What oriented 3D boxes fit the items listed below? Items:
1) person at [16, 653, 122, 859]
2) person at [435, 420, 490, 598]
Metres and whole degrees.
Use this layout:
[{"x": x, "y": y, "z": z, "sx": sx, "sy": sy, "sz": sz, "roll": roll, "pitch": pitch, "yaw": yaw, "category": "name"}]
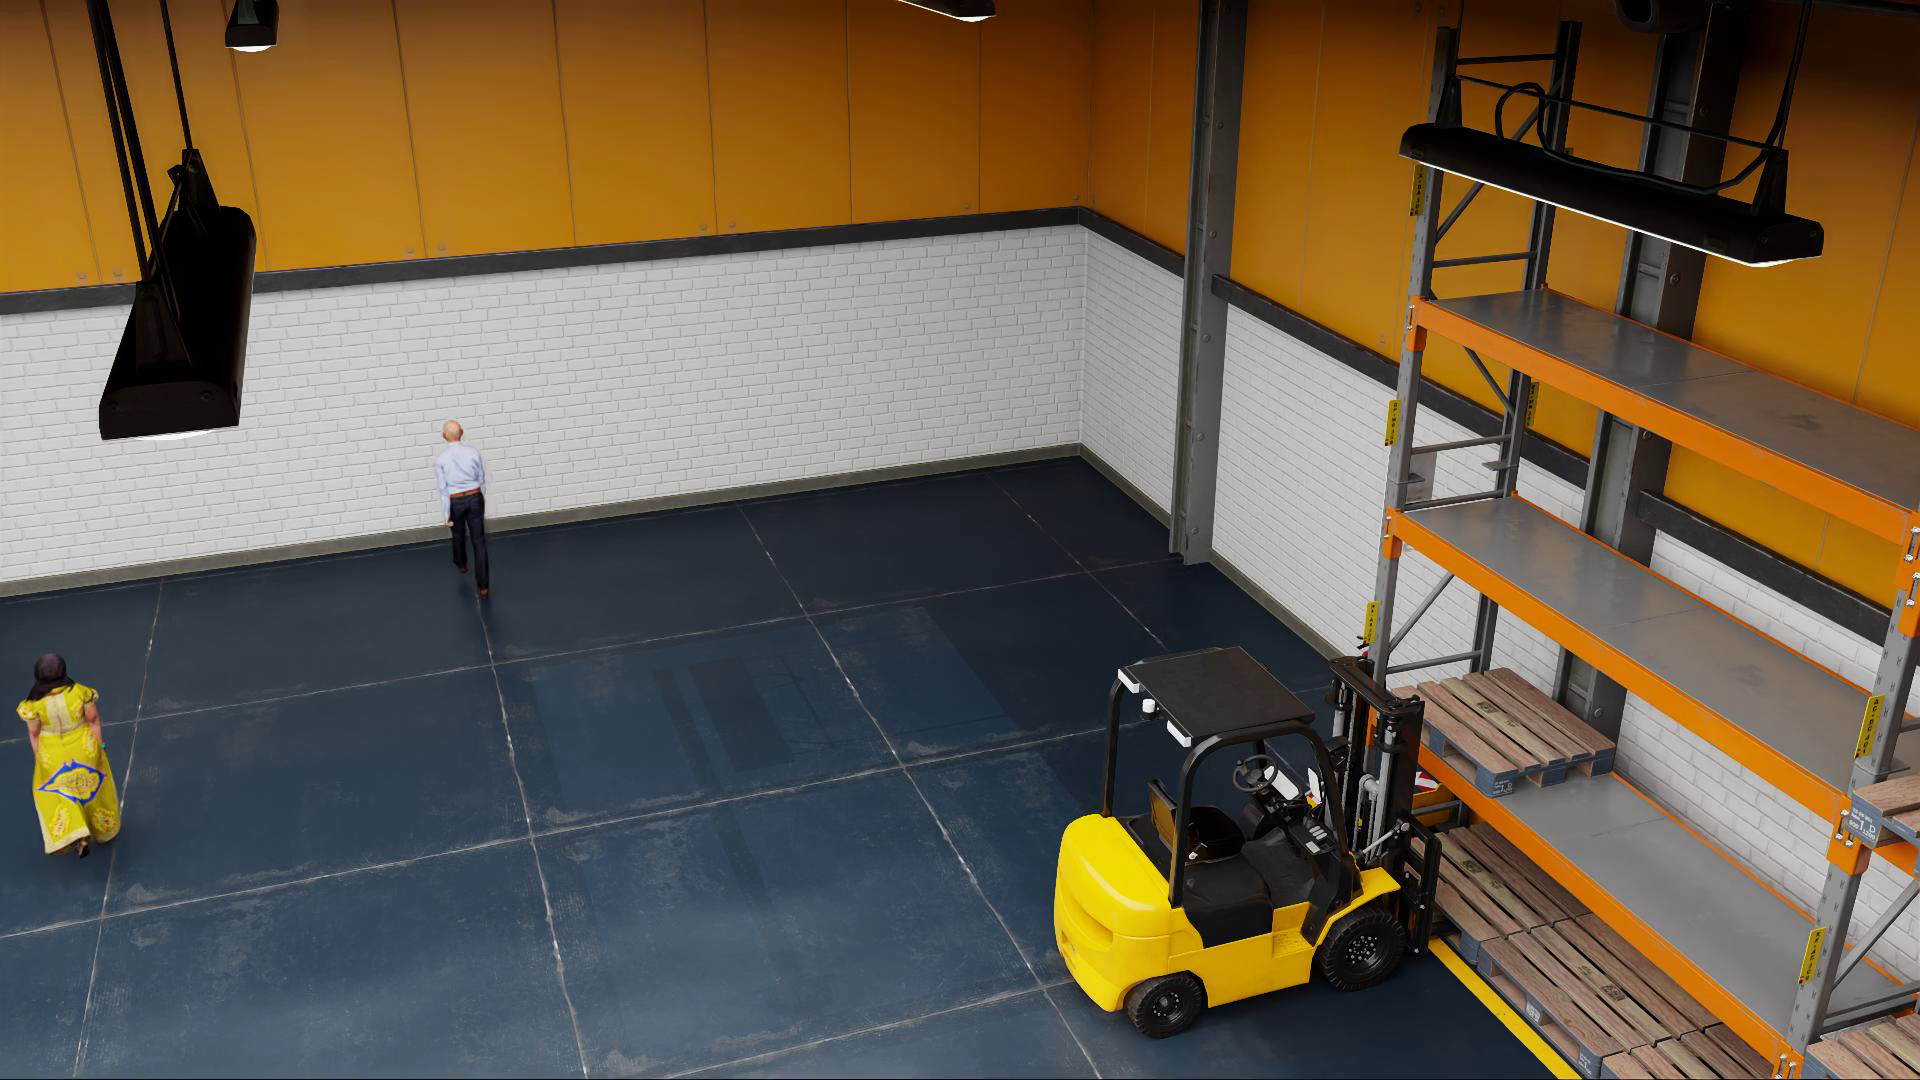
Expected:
[{"x": -6.537, "y": 1.621, "z": 12.226, "sx": 0.939, "sy": 1.642, "sz": 1.150, "roll": -16, "pitch": 28, "yaw": -32, "category": "person"}, {"x": -4.863, "y": -0.276, "z": 16.452, "sx": 0.695, "sy": 1.735, "sz": 1.260, "roll": -10, "pitch": 26, "yaw": -22, "category": "person"}]
